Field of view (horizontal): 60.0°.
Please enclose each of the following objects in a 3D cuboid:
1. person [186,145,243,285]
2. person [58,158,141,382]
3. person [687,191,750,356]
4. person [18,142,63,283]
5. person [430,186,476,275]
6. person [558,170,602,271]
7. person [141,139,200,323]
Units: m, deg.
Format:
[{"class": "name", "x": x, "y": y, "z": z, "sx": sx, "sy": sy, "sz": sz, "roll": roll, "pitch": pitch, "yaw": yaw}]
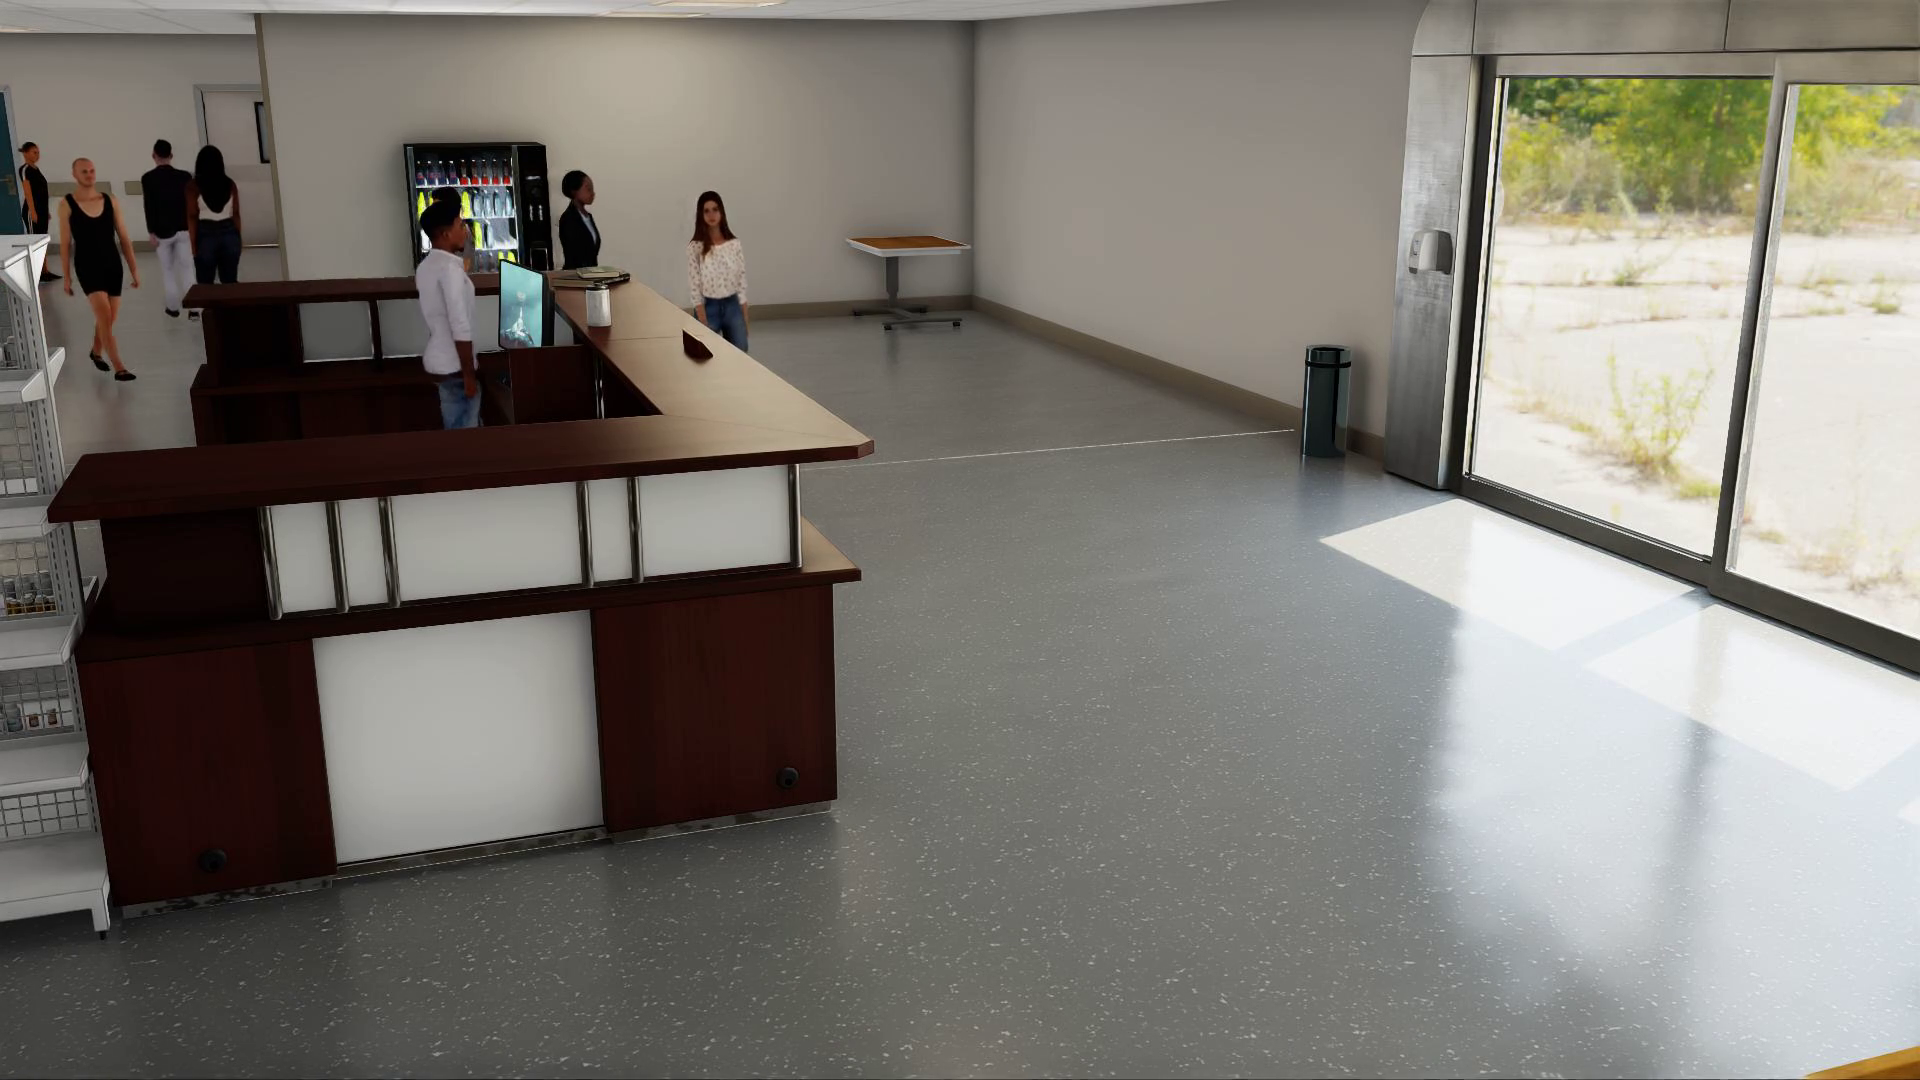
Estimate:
[{"class": "person", "x": -7.097, "y": -2.851, "z": 15.956, "sx": 0.688, "sy": 1.794, "sz": 0.735, "roll": -9, "pitch": 18, "yaw": -30}, {"class": "person", "x": -7.125, "y": -2.208, "z": 13.701, "sx": 1.115, "sy": 1.780, "sz": 1.199, "roll": 13, "pitch": 20, "yaw": 38}, {"class": "person", "x": -1.674, "y": -1.500, "z": 11.340, "sx": 0.895, "sy": 1.698, "sz": 0.640, "roll": -6, "pitch": 17, "yaw": -21}, {"class": "person", "x": -11.292, "y": -4.012, "z": 20.305, "sx": 0.581, "sy": 1.669, "sz": 0.625, "roll": -2, "pitch": 16, "yaw": -6}, {"class": "person", "x": -3.562, "y": -1.707, "z": 12.143, "sx": 1.084, "sy": 1.661, "sz": 0.756, "roll": -7, "pitch": 17, "yaw": -22}, {"class": "person", "x": -2.774, "y": -1.643, "z": 11.690, "sx": 1.179, "sy": 1.785, "sz": 1.005, "roll": 4, "pitch": 16, "yaw": 12}, {"class": "person", "x": -7.816, "y": -3.031, "z": 16.595, "sx": 1.247, "sy": 1.795, "sz": 0.981, "roll": -11, "pitch": 19, "yaw": -35}]
